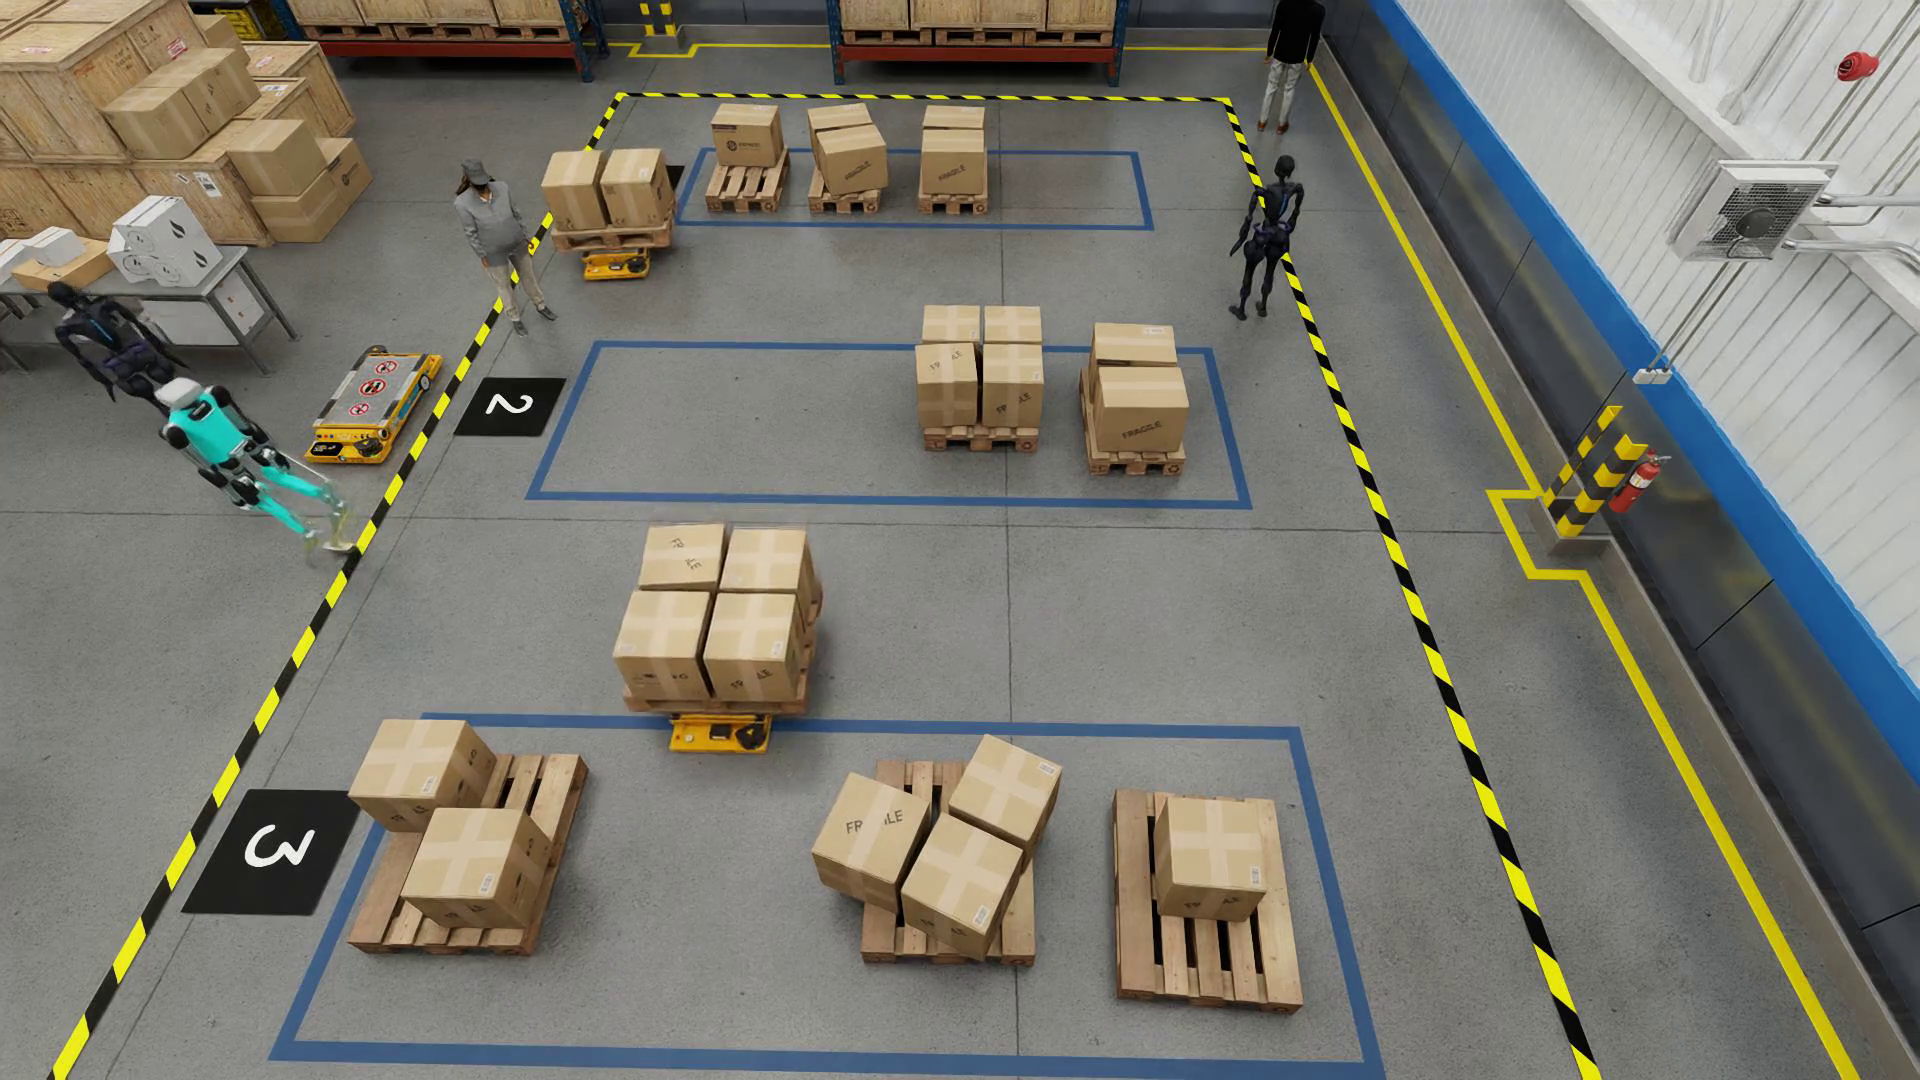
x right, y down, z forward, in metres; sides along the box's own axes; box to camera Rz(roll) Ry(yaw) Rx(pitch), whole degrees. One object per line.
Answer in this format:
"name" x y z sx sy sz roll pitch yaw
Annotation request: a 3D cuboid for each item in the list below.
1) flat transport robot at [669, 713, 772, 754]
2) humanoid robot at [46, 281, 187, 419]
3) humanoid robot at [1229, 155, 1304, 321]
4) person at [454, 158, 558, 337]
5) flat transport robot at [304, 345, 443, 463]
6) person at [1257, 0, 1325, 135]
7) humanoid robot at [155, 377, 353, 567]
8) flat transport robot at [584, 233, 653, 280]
"flat transport robot" -1.632 0.851 6.629 0.652 0.197 1.431 1 50 1
"humanoid robot" -6.863 -1.431 7.661 0.420 1.642 0.587 25 54 20
"humanoid robot" 2.965 -2.917 8.903 0.599 1.657 0.315 -8 50 -7
"person" -4.370 -2.808 8.763 0.403 1.763 0.561 35 58 26
"flat transport robot" -5.383 -1.269 8.441 0.659 0.231 1.431 1 50 1
"person" 4.118 -6.054 11.432 0.590 1.881 0.381 19 52 15
"humanoid robot" -5.014 -0.414 6.774 0.755 1.804 0.540 9 50 7
"flat transport robot" -3.773 -3.401 10.227 0.652 0.197 1.431 -5 50 -4
